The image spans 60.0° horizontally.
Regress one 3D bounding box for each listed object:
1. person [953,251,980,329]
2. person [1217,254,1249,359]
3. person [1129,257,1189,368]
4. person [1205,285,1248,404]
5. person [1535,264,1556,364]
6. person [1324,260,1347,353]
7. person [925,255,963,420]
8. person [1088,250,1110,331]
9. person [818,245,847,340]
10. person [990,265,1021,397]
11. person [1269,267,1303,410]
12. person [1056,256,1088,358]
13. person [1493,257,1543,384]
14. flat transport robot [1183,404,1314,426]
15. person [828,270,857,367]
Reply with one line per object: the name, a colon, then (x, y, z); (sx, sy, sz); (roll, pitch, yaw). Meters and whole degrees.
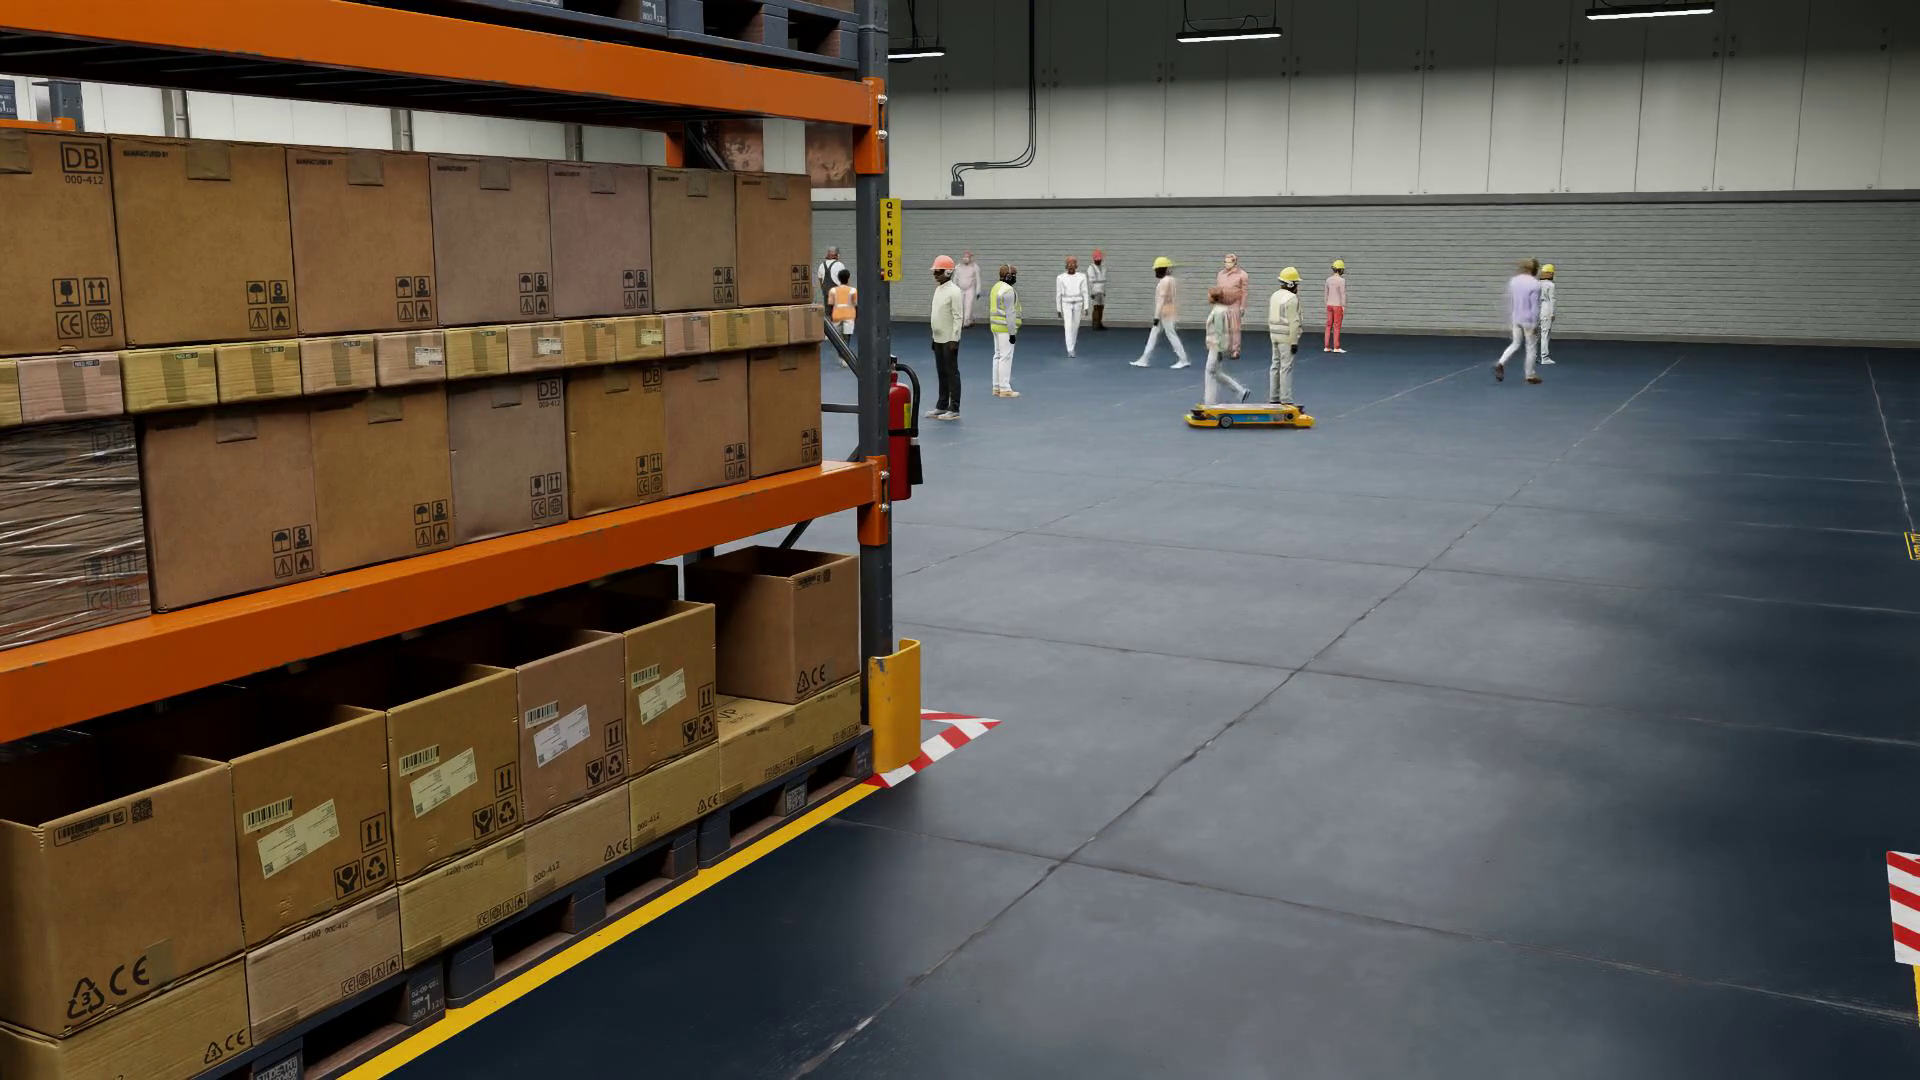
person: (0.178, -6.014, 40.055); (0.639, 1.868, 0.986); (5, 11, 24)
person: (4.896, -4.232, 30.208); (0.636, 1.902, 0.406); (8, 13, 36)
person: (3.419, -3.824, 28.062); (1.011, 1.874, 0.609); (1, 10, 4)
person: (3.314, -2.408, 21.017); (0.576, 1.618, 0.515); (2, 11, 12)
person: (10.256, -3.961, 29.182); (0.311, 1.735, 0.484); (-6, 12, -28)
person: (7.201, -4.458, 31.803); (0.322, 1.767, 0.533); (-6, 12, -29)
person: (-0.184, -2.461, 20.284); (0.378, 1.996, 0.611); (-5, 12, -27)
person: (3.292, -5.825, 38.946); (0.773, 1.885, 0.408); (-10, 15, -44)
person: (-2.665, -5.294, 35.612); (0.683, 2.000, 0.538); (7, 13, 34)
person: (0.640, -2.903, 23.148); (0.429, 1.835, 0.630); (-3, 11, -17)
person: (4.200, -2.590, 21.433); (0.404, 1.834, 0.591); (-3, 11, -18)
person: (2.065, -4.325, 30.841); (0.573, 1.858, 0.919); (-2, 11, -9)
person: (8.446, -3.281, 24.959); (0.756, 1.922, 0.635); (-5, 11, -25)
flat transport robot: (3.405, -1.483, 19.661); (1.431, 0.197, 0.652); (0, 10, -2)
person: (-1.975, -3.789, 28.478); (0.546, 1.646, 0.888); (1, 10, 7)
